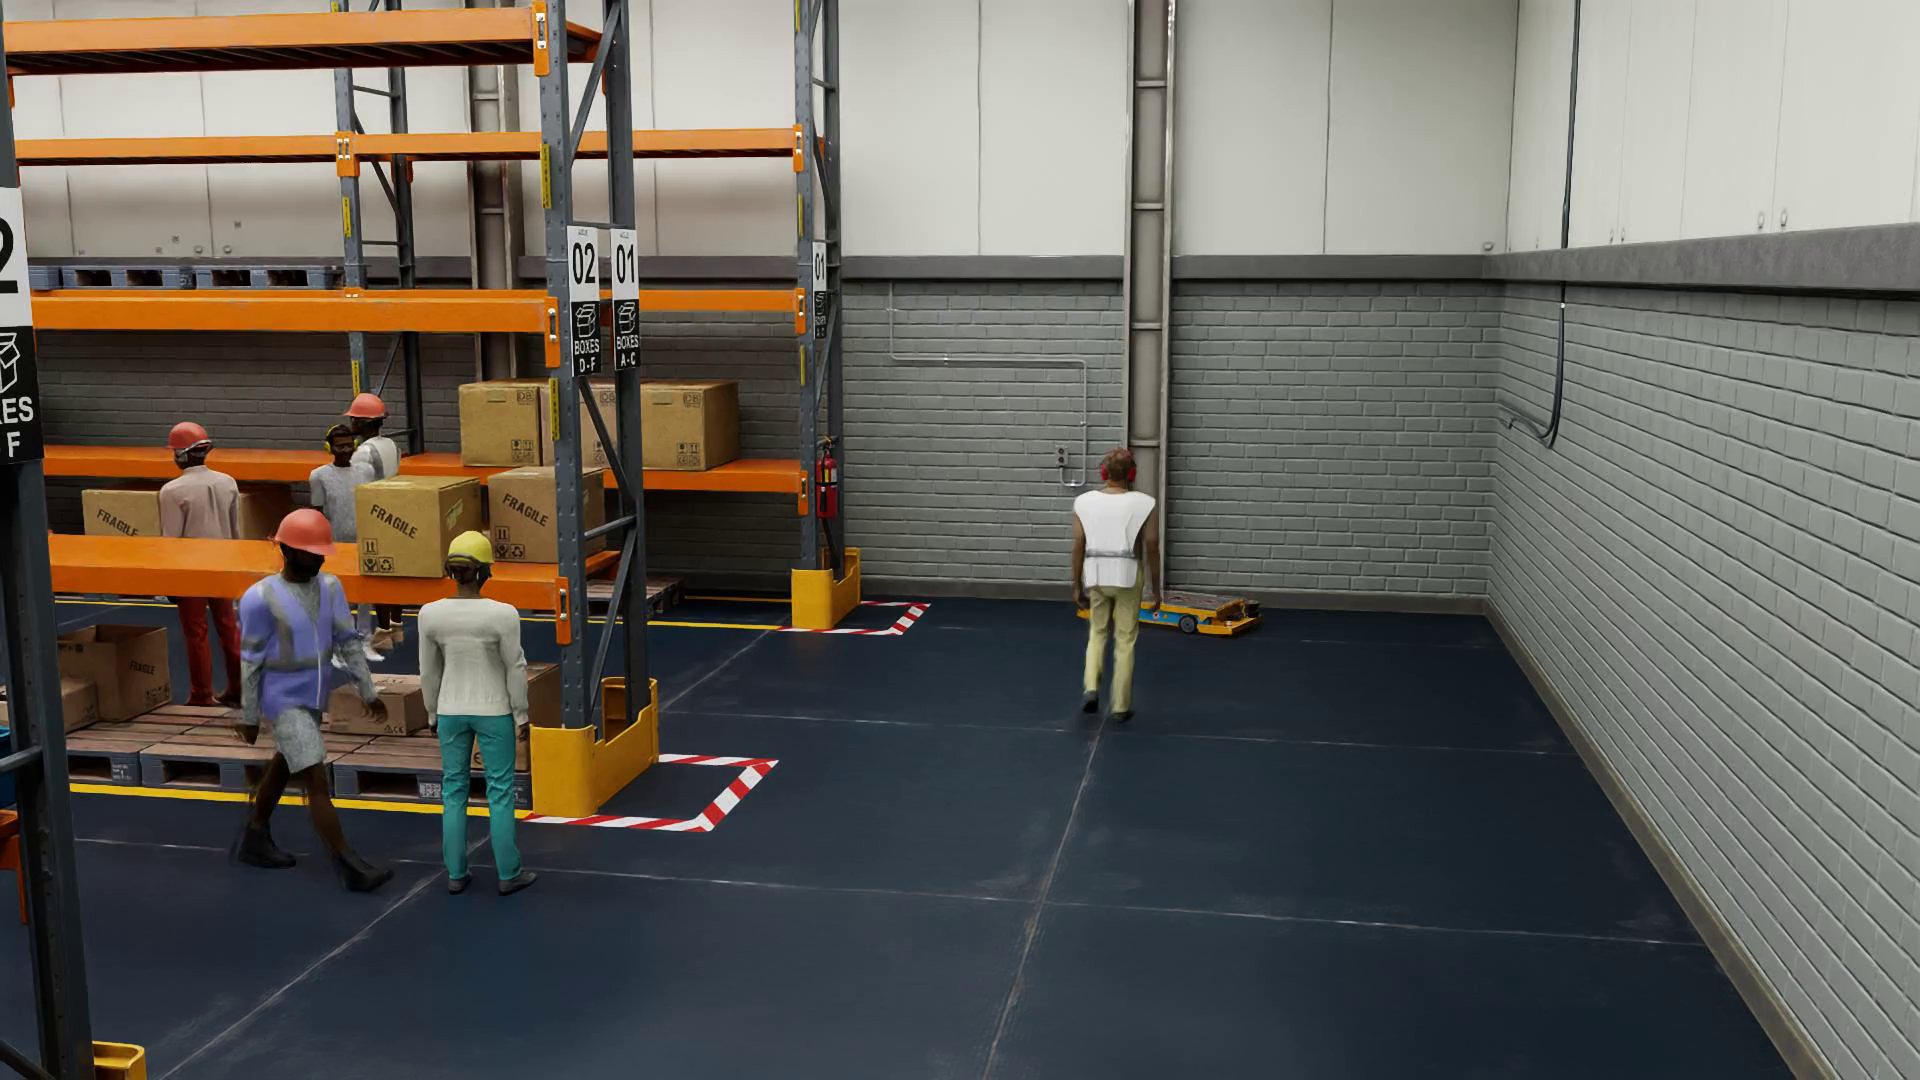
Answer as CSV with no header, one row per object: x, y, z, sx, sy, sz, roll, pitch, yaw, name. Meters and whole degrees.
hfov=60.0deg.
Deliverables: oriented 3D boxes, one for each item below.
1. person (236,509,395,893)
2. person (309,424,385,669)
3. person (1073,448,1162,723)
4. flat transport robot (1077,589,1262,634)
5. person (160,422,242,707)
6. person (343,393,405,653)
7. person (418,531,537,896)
-3.203,0.768,8.087,1.035,1.874,0.575,4,10,23,person
-4.646,0.044,12.593,0.516,1.857,0.339,-9,13,-44,person
1.041,0.310,11.034,0.583,1.831,0.444,4,10,21,person
1.779,0.583,14.143,1.431,0.197,0.652,6,11,32,flat transport robot
-5.131,0.194,11.254,0.401,1.986,0.612,4,10,24,person
-4.607,-0.130,13.072,0.370,2.048,0.608,1,9,4,person
-2.315,0.833,7.979,0.523,1.764,0.323,1,9,6,person
